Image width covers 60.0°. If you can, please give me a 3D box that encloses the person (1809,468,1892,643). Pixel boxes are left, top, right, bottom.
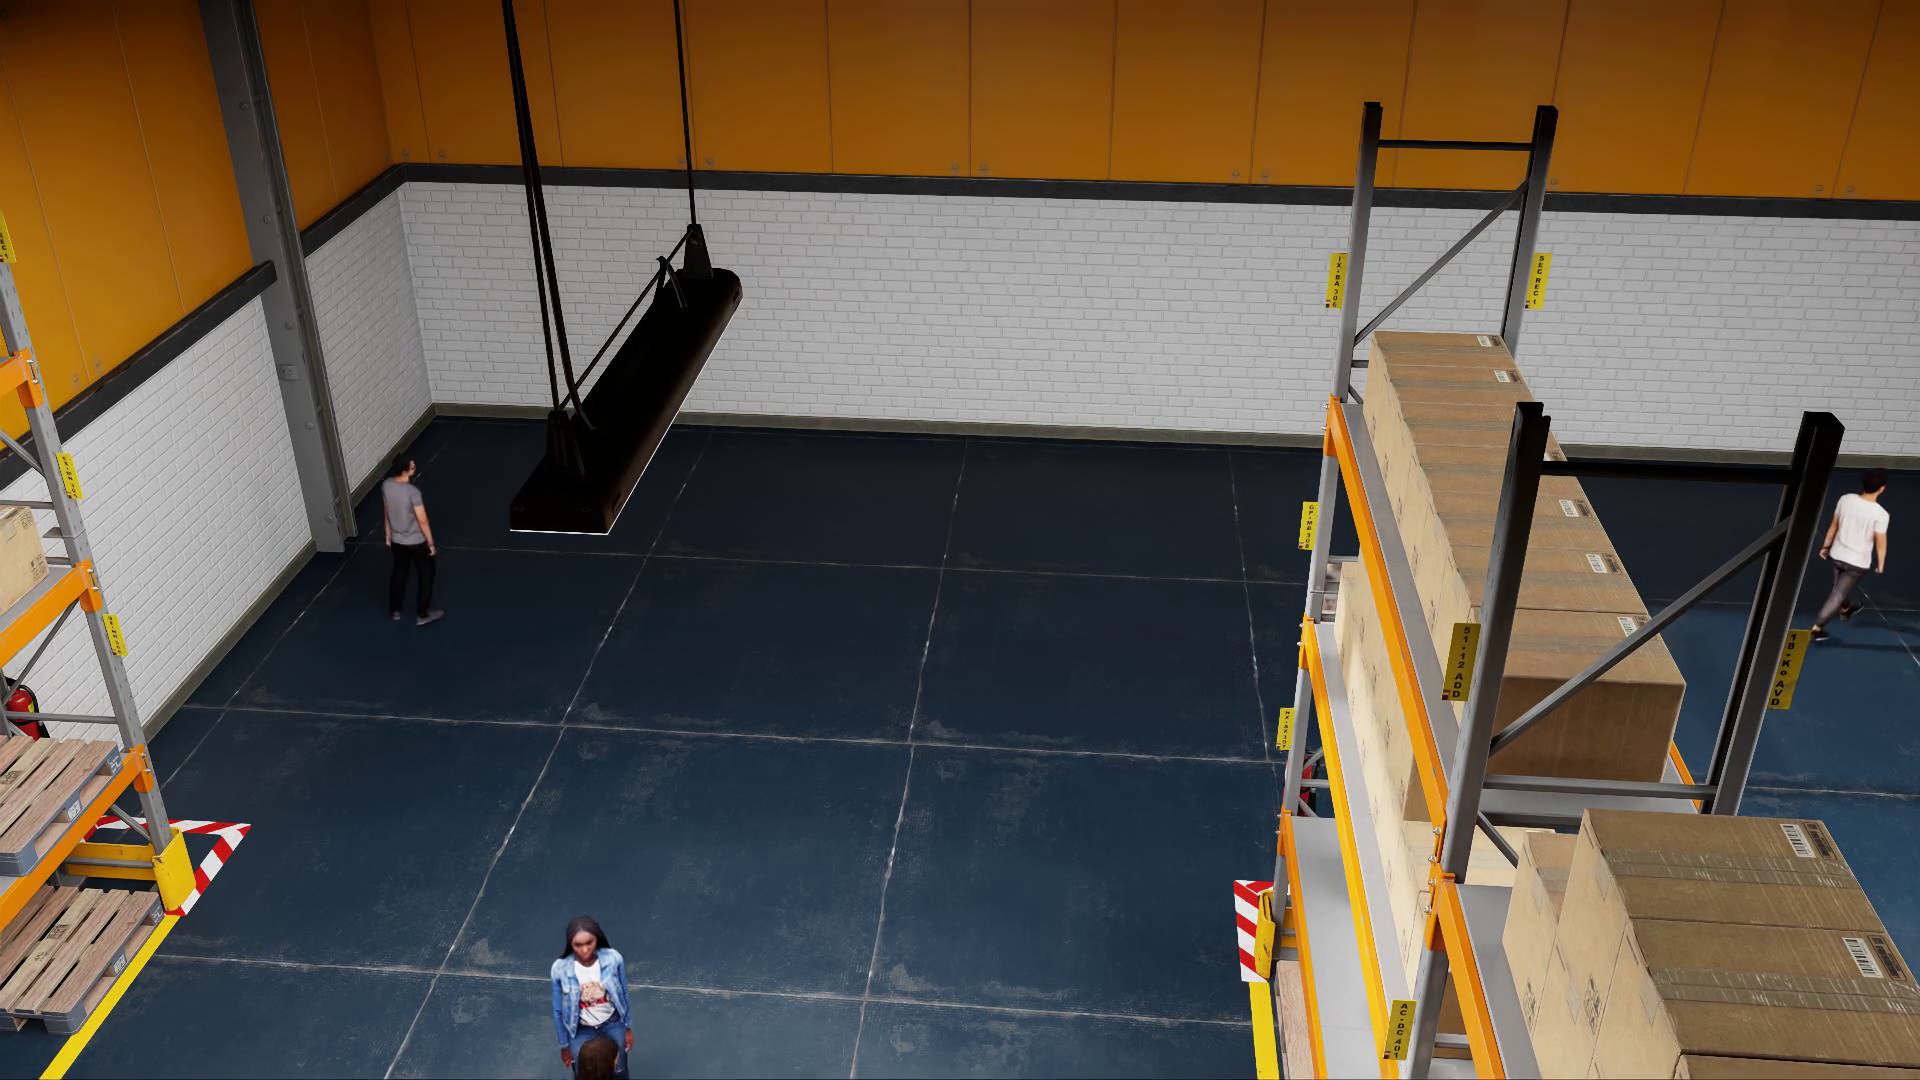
[{"bbox_3d":[8.030,0.166,15.091,1.067,1.679,1.121,-14,31,-24],"label":"person"}]

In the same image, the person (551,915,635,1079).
[{"bbox_3d":[-2.184,2.943,9.965,0.672,1.713,0.665,-11,30,-19],"label":"person"}]

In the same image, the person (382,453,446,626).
[{"bbox_3d":[-5.115,0.006,15.338,0.878,1.723,0.691,5,29,9],"label":"person"}]
